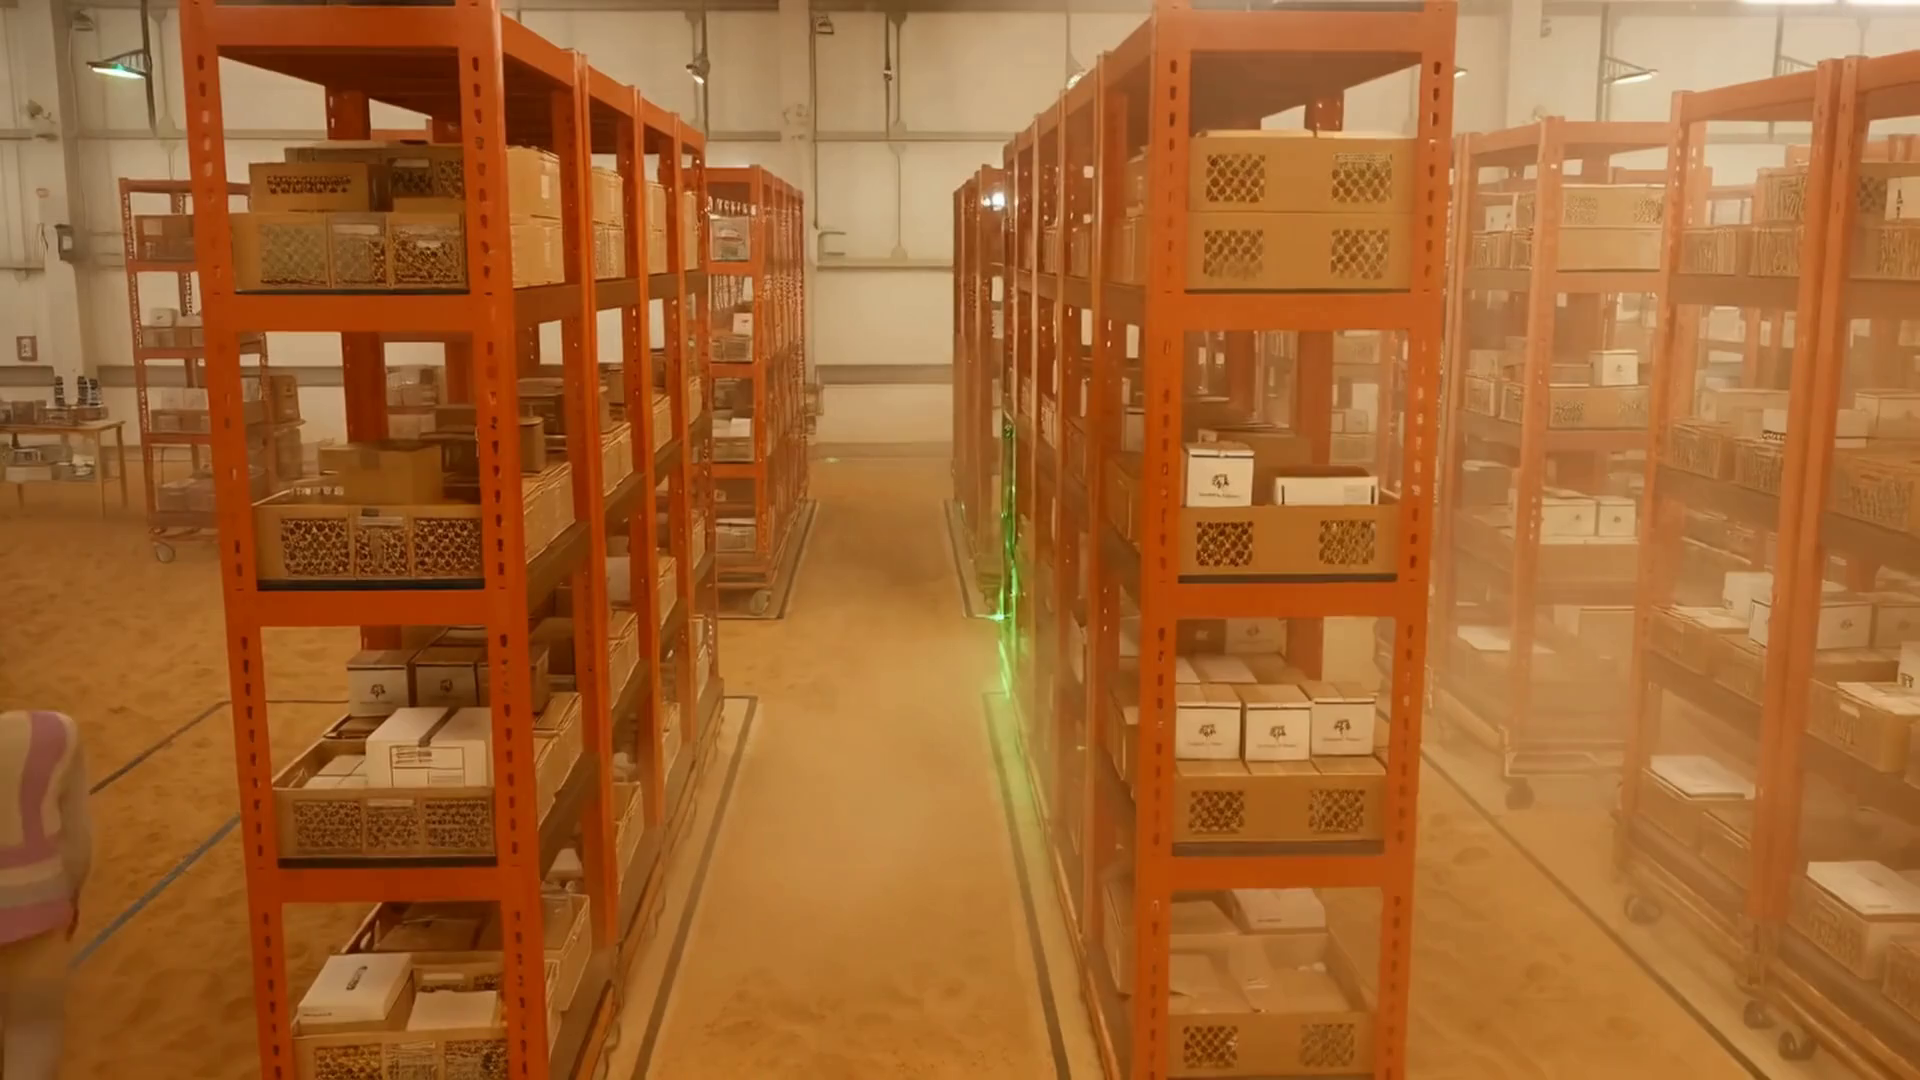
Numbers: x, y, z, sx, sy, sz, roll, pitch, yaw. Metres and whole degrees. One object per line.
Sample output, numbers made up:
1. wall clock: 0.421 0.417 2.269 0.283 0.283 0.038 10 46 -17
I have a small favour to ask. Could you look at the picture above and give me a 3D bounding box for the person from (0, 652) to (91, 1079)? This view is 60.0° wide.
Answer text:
1. person: -2.938 1.158 5.025 0.573 1.899 0.946 -4 11 -21
